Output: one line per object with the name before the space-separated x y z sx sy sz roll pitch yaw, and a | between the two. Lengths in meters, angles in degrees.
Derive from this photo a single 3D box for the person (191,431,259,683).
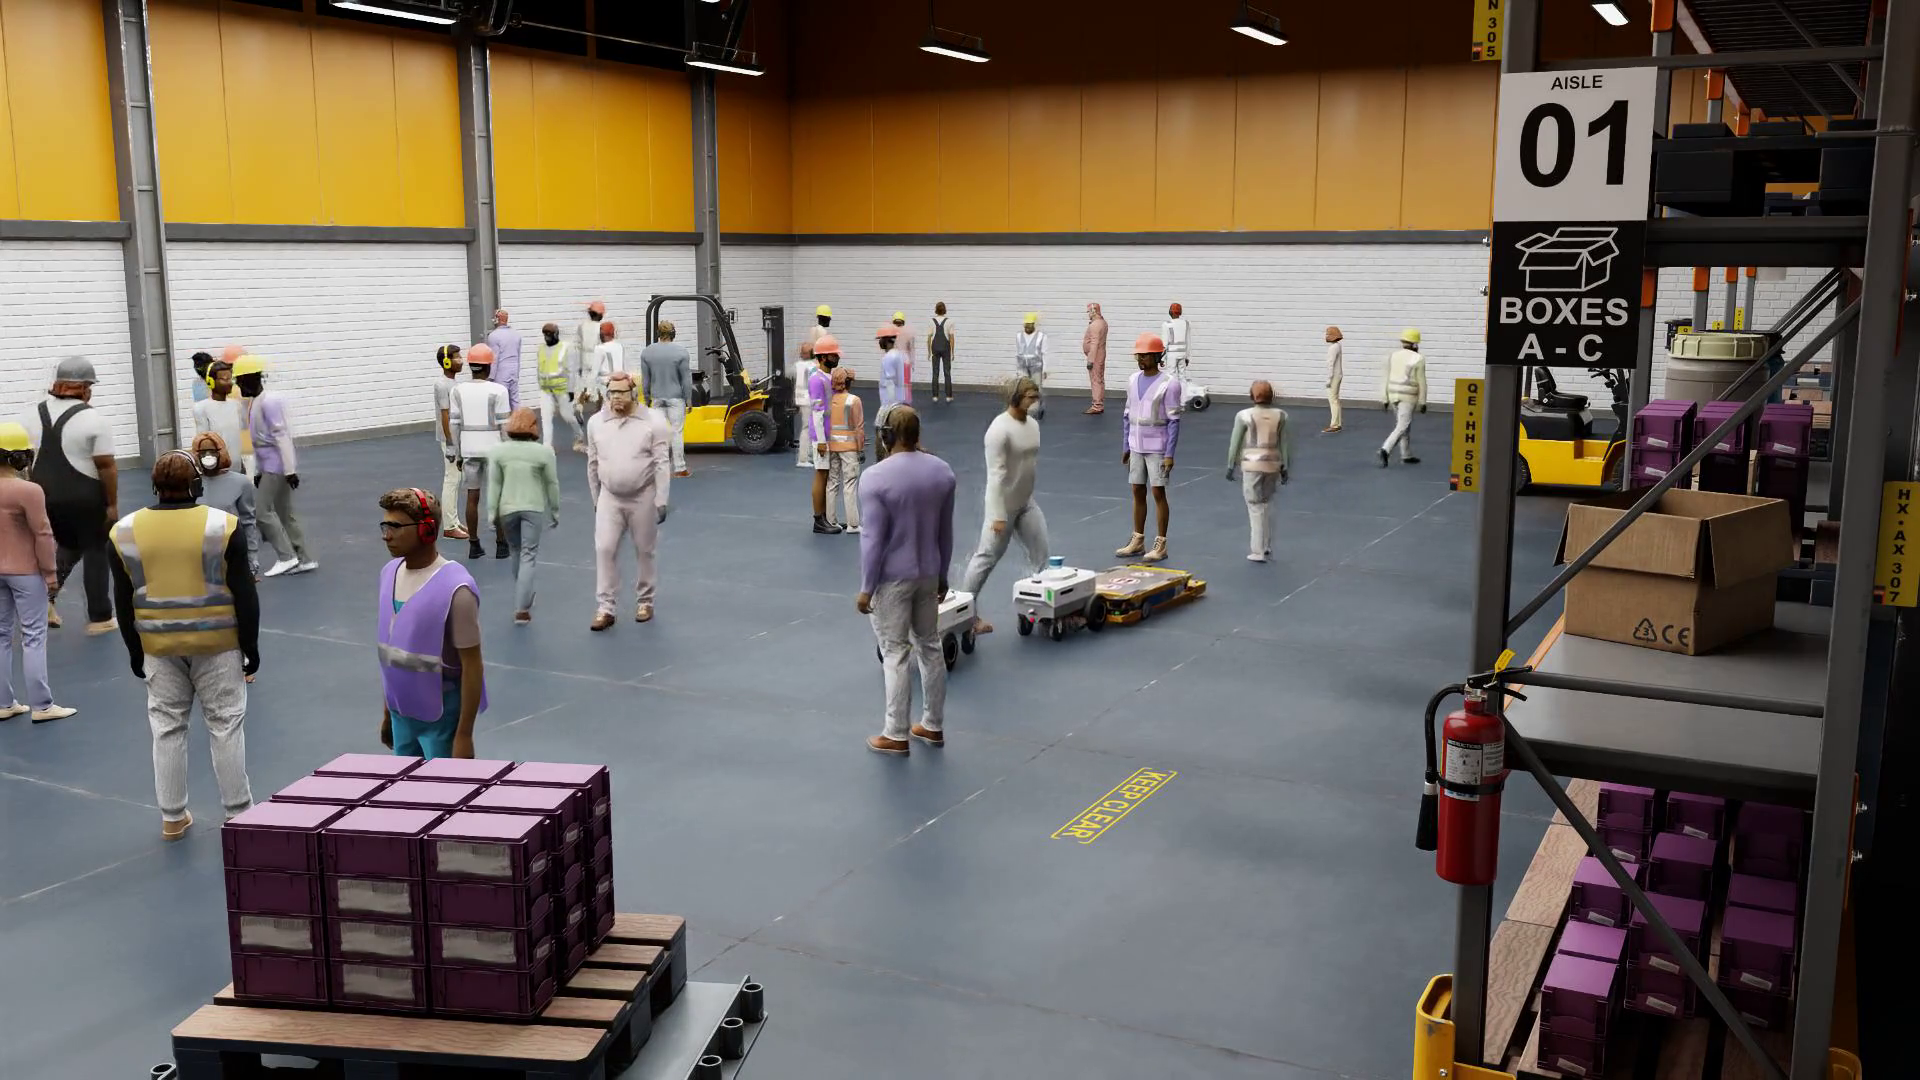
person | -4.720 0.119 10.563 0.499 1.634 0.279 -5 11 -25

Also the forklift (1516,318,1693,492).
forklift | 7.066 -1.601 18.899 2.313 2.155 1.214 5 11 27

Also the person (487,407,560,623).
person | -3.278 -0.202 12.549 0.510 1.576 0.864 0 10 -1

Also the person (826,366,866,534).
person | -1.143 -0.874 16.291 0.514 1.641 0.309 7 12 34

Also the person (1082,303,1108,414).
person | 2.297 -3.099 28.421 0.407 1.904 0.639 3 10 19

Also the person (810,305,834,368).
person | -2.183 -2.769 26.443 0.385 1.922 0.594 -3 10 -19

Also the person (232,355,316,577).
person | -5.812 -0.621 14.093 0.617 1.888 0.608 -5 11 -28

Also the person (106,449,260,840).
person | -3.599 0.493 7.800 0.627 1.844 0.429 -2 10 -9

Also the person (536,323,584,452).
person | -5.454 -2.047 22.594 0.631 1.816 0.830 3 10 17

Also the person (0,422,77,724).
person | -5.514 0.194 9.750 0.534 1.767 0.320 2 10 14

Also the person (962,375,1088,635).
person | 0.411 -0.227 11.879 1.023 1.882 0.659 6 12 32

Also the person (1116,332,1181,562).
person | 1.678 -0.827 14.857 0.376 2.045 0.605 -9 13 -42

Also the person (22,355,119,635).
person | -6.332 -0.321 11.934 0.704 2.000 0.610 2 10 11

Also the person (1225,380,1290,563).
person | 2.649 -0.621 14.873 0.529 1.618 0.556 -3 10 -19

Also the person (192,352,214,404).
person | -8.417 -1.342 18.991 0.544 1.651 0.805 5 11 28

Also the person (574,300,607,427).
person | -5.776 -2.752 26.089 0.630 2.017 0.848 2 10 14

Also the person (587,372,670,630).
person | -2.446 -0.280 12.174 0.650 1.878 0.821 0 10 2

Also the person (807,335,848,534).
person | -1.300 -1.034 16.350 0.353 1.942 0.545 2 10 10

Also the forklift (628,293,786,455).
forklift | -3.588 -2.317 23.042 2.313 2.155 1.214 -1 10 -5

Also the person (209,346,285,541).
person | -6.622 -0.859 15.502 0.556 1.889 0.958 3 10 17

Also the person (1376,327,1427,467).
person | 5.672 -1.832 21.396 0.848 1.801 0.602 -6 12 -33

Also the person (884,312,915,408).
person | -1.013 -2.926 27.804 0.524 1.770 0.315 -1 10 -7

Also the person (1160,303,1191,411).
person | 3.744 -3.174 28.909 0.573 1.883 0.353 -4 11 -24

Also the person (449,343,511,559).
person | -4.286 -0.793 14.961 0.547 1.938 0.377 1 10 6

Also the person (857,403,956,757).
person | -0.298 0.217 9.120 0.635 1.936 0.355 -9 13 -41

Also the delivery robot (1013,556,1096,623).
delivery robot | 0.685 0.363 11.999 0.477 0.478 0.707 6 12 33

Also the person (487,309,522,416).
person | -6.821 -2.481 24.822 0.407 1.910 0.638 5 11 25

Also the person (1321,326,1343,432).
person | 5.741 -2.466 25.560 0.279 1.624 0.494 4 10 21

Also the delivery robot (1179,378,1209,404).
delivery robot | 3.983 -2.594 29.117 0.707 0.478 0.477 3 10 18

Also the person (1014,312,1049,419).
person | 1.175 -2.802 26.993 0.597 1.810 0.757 4 10 20

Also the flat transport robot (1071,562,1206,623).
flat transport robot | 1.307 0.395 12.904 0.652 0.197 1.431 6 12 33

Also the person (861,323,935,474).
person | -0.754 -1.703 20.372 0.861 1.909 0.558 2 10 13

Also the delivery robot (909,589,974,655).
delivery robot | -0.184 0.502 11.193 0.477 0.478 0.707 5 11 25

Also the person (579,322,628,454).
person | -4.691 -1.997 22.264 1.018 1.827 0.594 4 10 20

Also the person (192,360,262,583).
person | -6.025 -0.534 13.650 0.328 1.876 0.513 2 10 13

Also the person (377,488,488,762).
person | -2.085 0.704 6.569 0.571 1.842 0.382 8 12 38

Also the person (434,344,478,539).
person | -4.877 -0.948 16.043 0.328 1.876 0.513 -1 10 -8

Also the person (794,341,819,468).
person | -1.891 -1.735 21.324 0.546 1.621 0.530 -6 11 -31

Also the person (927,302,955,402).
person | -0.352 -3.469 30.725 0.506 1.847 0.350 1 10 6

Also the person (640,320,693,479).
person | -3.554 -1.707 20.251 0.636 1.939 0.363 2 10 10
